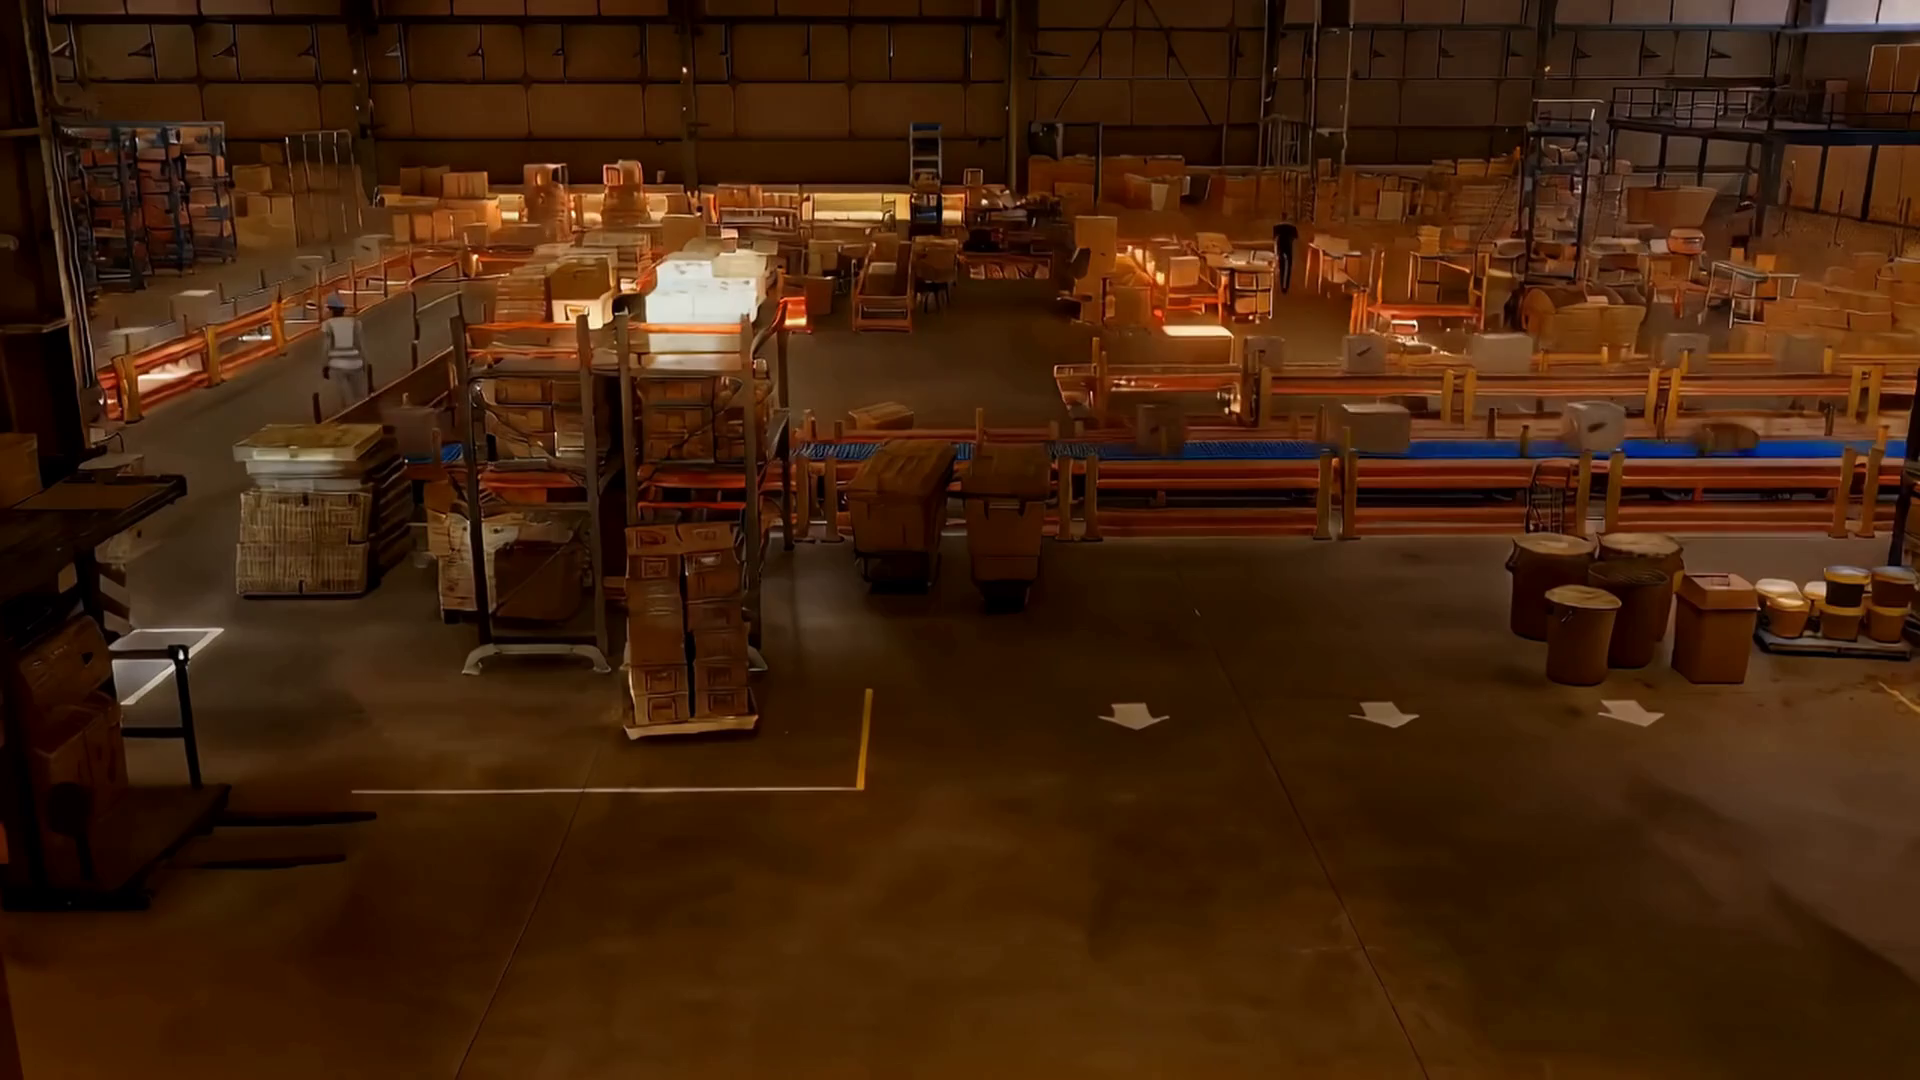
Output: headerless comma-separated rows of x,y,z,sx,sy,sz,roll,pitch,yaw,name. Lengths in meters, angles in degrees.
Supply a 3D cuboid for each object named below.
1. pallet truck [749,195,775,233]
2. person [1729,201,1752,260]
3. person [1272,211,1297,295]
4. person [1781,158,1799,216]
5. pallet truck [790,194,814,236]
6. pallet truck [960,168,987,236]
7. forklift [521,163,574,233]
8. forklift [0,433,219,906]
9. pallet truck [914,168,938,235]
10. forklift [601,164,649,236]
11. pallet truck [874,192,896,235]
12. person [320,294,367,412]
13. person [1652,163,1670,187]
-6.051,-9.967,50.660,0.680,1.201,1.601,0,16,-1,pallet truck
19.459,-7.598,41.555,0.532,1.724,0.900,3,16,10,person
7.271,-6.417,37.204,0.561,1.855,0.400,4,16,12,person
28.094,-11.943,56.282,0.589,1.930,0.356,-14,21,-40,person
-4.814,-9.883,50.259,0.704,1.261,1.522,-1,16,-3,pallet truck
0.383,-10.230,50.206,0.823,1.965,1.885,-1,16,-3,pallet truck
-12.233,-10.122,49.298,1.157,1.987,2.680,0,16,-1,forklift
-5.952,0.780,10.366,1.873,2.768,1.129,0,16,-1,forklift
-0.989,-10.316,50.507,0.823,1.965,1.885,1,16,3,pallet truck
-9.948,-10.127,49.296,1.157,1.987,2.680,-1,16,-3,forklift
-2.277,-9.986,50.594,0.653,1.274,1.630,0,16,-1,pallet truck
-8.656,-2.475,23.373,0.615,1.938,0.427,-13,20,-37,person
22.935,-11.383,54.417,0.342,1.882,0.587,-12,20,-35,person
